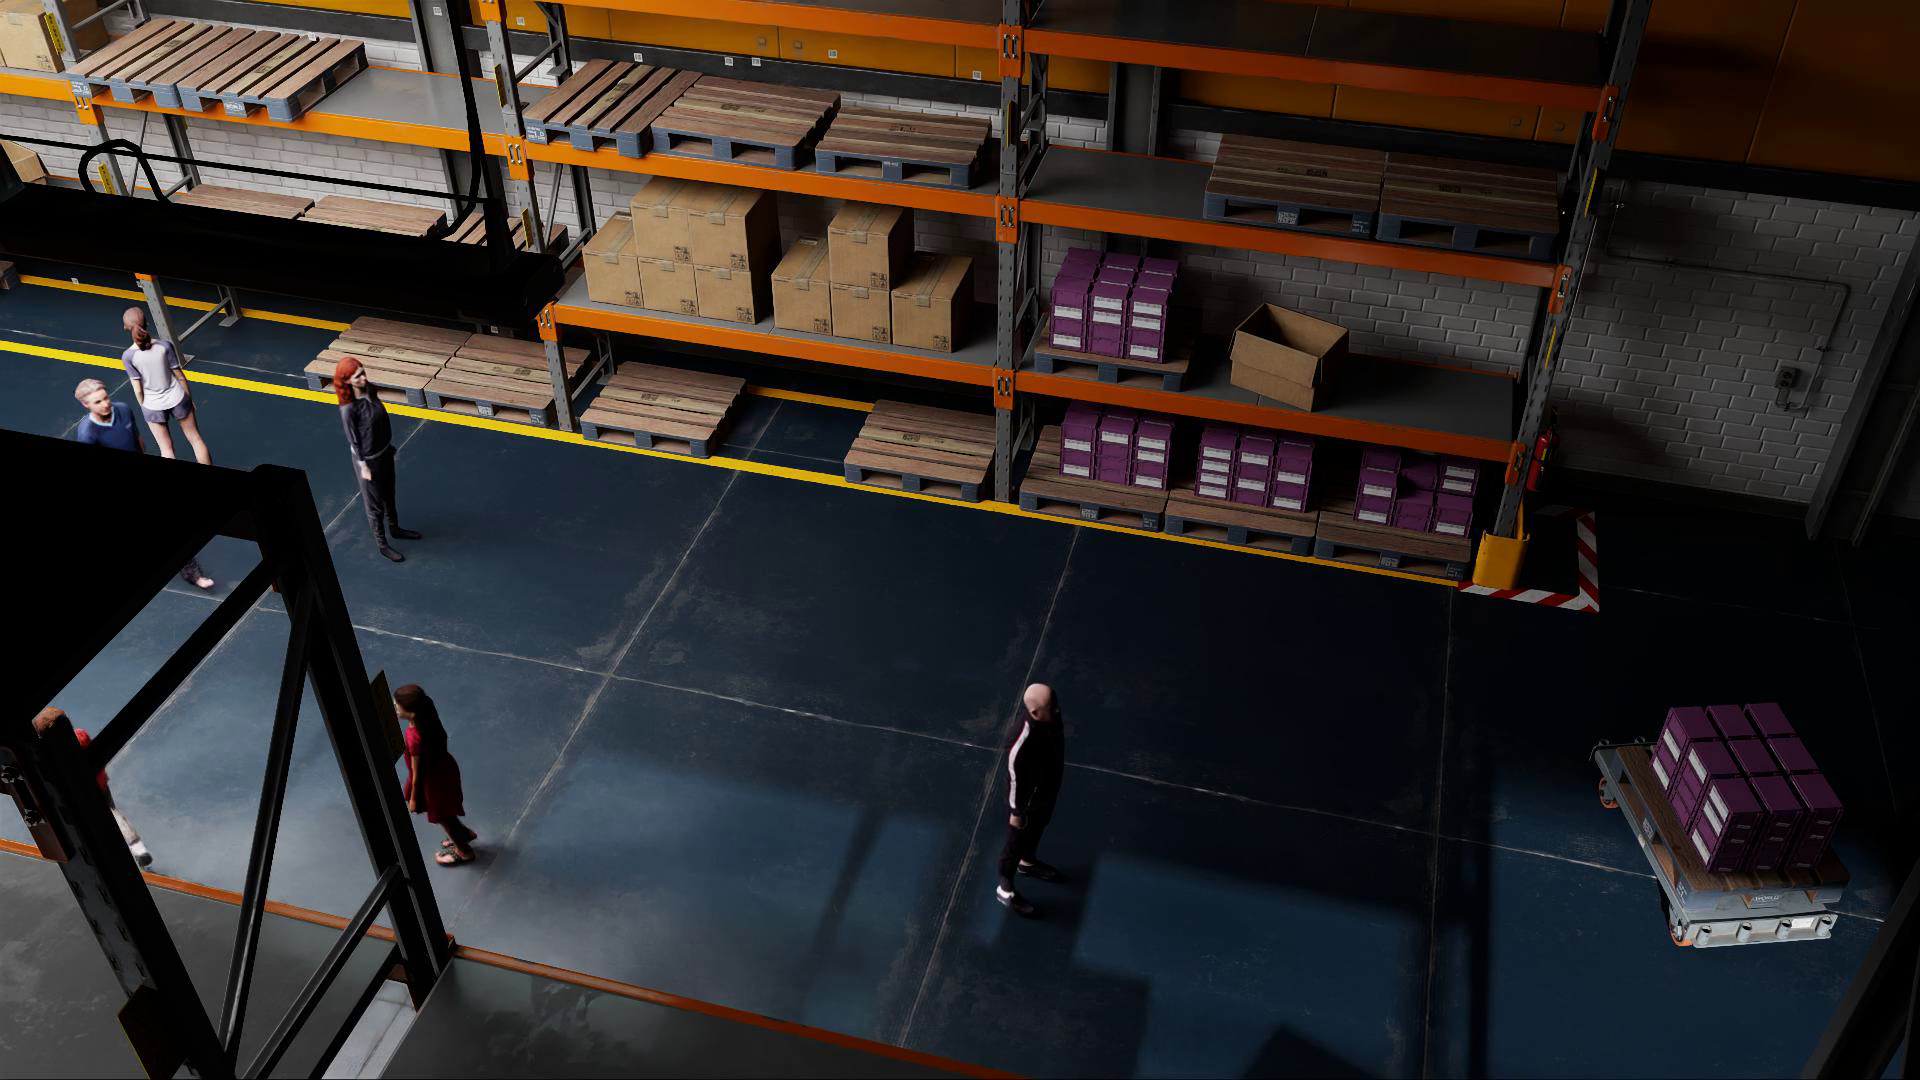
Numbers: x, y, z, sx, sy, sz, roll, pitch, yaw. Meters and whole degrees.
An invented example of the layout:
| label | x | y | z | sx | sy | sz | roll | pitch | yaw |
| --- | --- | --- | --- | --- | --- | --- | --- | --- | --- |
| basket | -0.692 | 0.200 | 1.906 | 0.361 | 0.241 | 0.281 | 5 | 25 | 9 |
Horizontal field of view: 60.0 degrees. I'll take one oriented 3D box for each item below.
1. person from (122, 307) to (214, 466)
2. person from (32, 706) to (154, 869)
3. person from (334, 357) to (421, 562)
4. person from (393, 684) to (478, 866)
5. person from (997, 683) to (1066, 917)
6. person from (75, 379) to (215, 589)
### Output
| label | x | y | z | sx | sy | sz | roll | pitch | yaw |
| --- | --- | --- | --- | --- | --- | --- | --- | --- | --- |
| person | -6.491 | -1.119 | 13.585 | 0.684 | 1.768 | 0.738 | -23 | 44 | -26 |
| person | -5.482 | 1.592 | 10.481 | 0.839 | 1.405 | 0.650 | 20 | 43 | 24 |
| person | -4.589 | -0.659 | 13.000 | 0.489 | 1.779 | 0.577 | 9 | 40 | 11 |
| person | -3.248 | 1.494 | 10.494 | 0.721 | 1.542 | 0.659 | -5 | 39 | -6 |
| person | 0.421 | 1.546 | 10.195 | 0.661 | 1.834 | 0.721 | 19 | 42 | 22 |
| person | -6.406 | -0.434 | 12.689 | 1.295 | 1.816 | 0.920 | 21 | 43 | 24 |
